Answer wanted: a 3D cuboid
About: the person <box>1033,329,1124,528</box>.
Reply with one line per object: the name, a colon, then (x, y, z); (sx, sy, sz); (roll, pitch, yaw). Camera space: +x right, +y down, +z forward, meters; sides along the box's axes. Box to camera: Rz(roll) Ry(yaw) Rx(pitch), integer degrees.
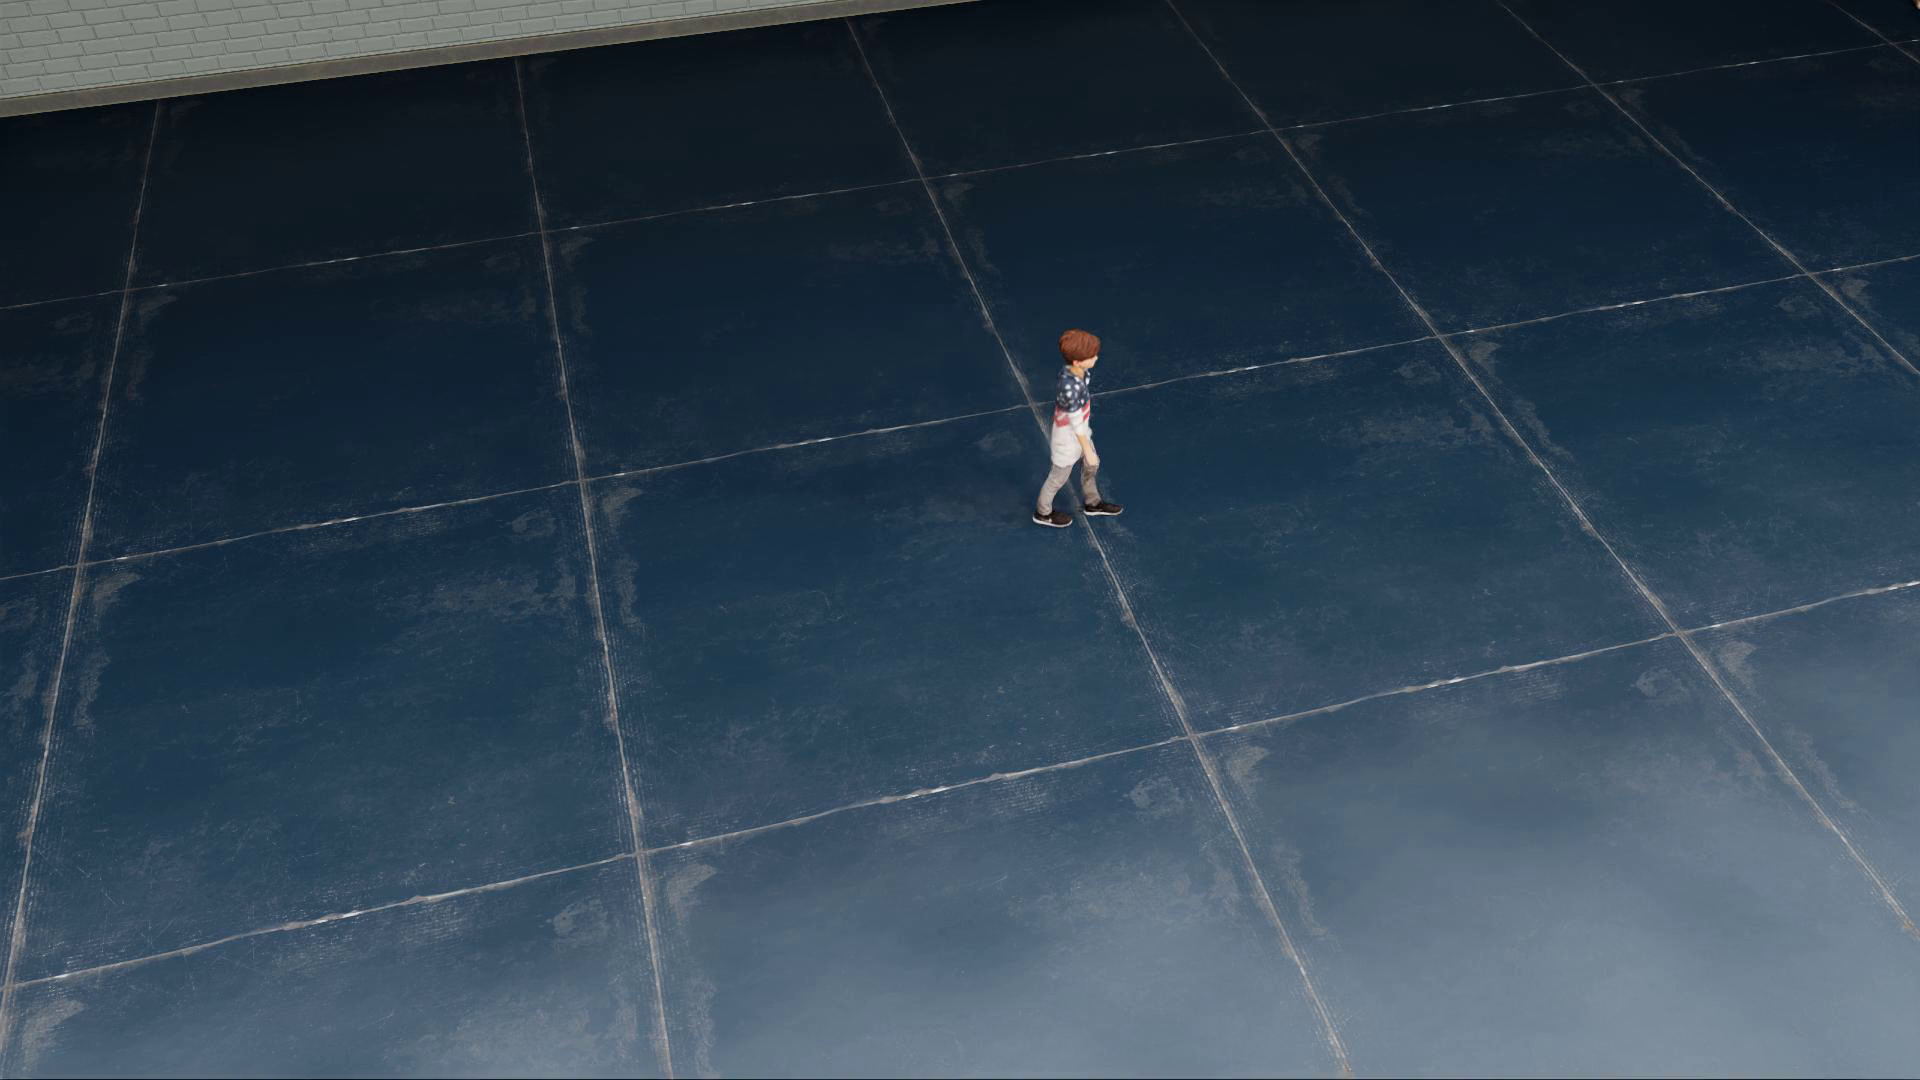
person: (0.585, -0.631, 9.824); (0.760, 1.417, 0.792); (7, 43, 7)
